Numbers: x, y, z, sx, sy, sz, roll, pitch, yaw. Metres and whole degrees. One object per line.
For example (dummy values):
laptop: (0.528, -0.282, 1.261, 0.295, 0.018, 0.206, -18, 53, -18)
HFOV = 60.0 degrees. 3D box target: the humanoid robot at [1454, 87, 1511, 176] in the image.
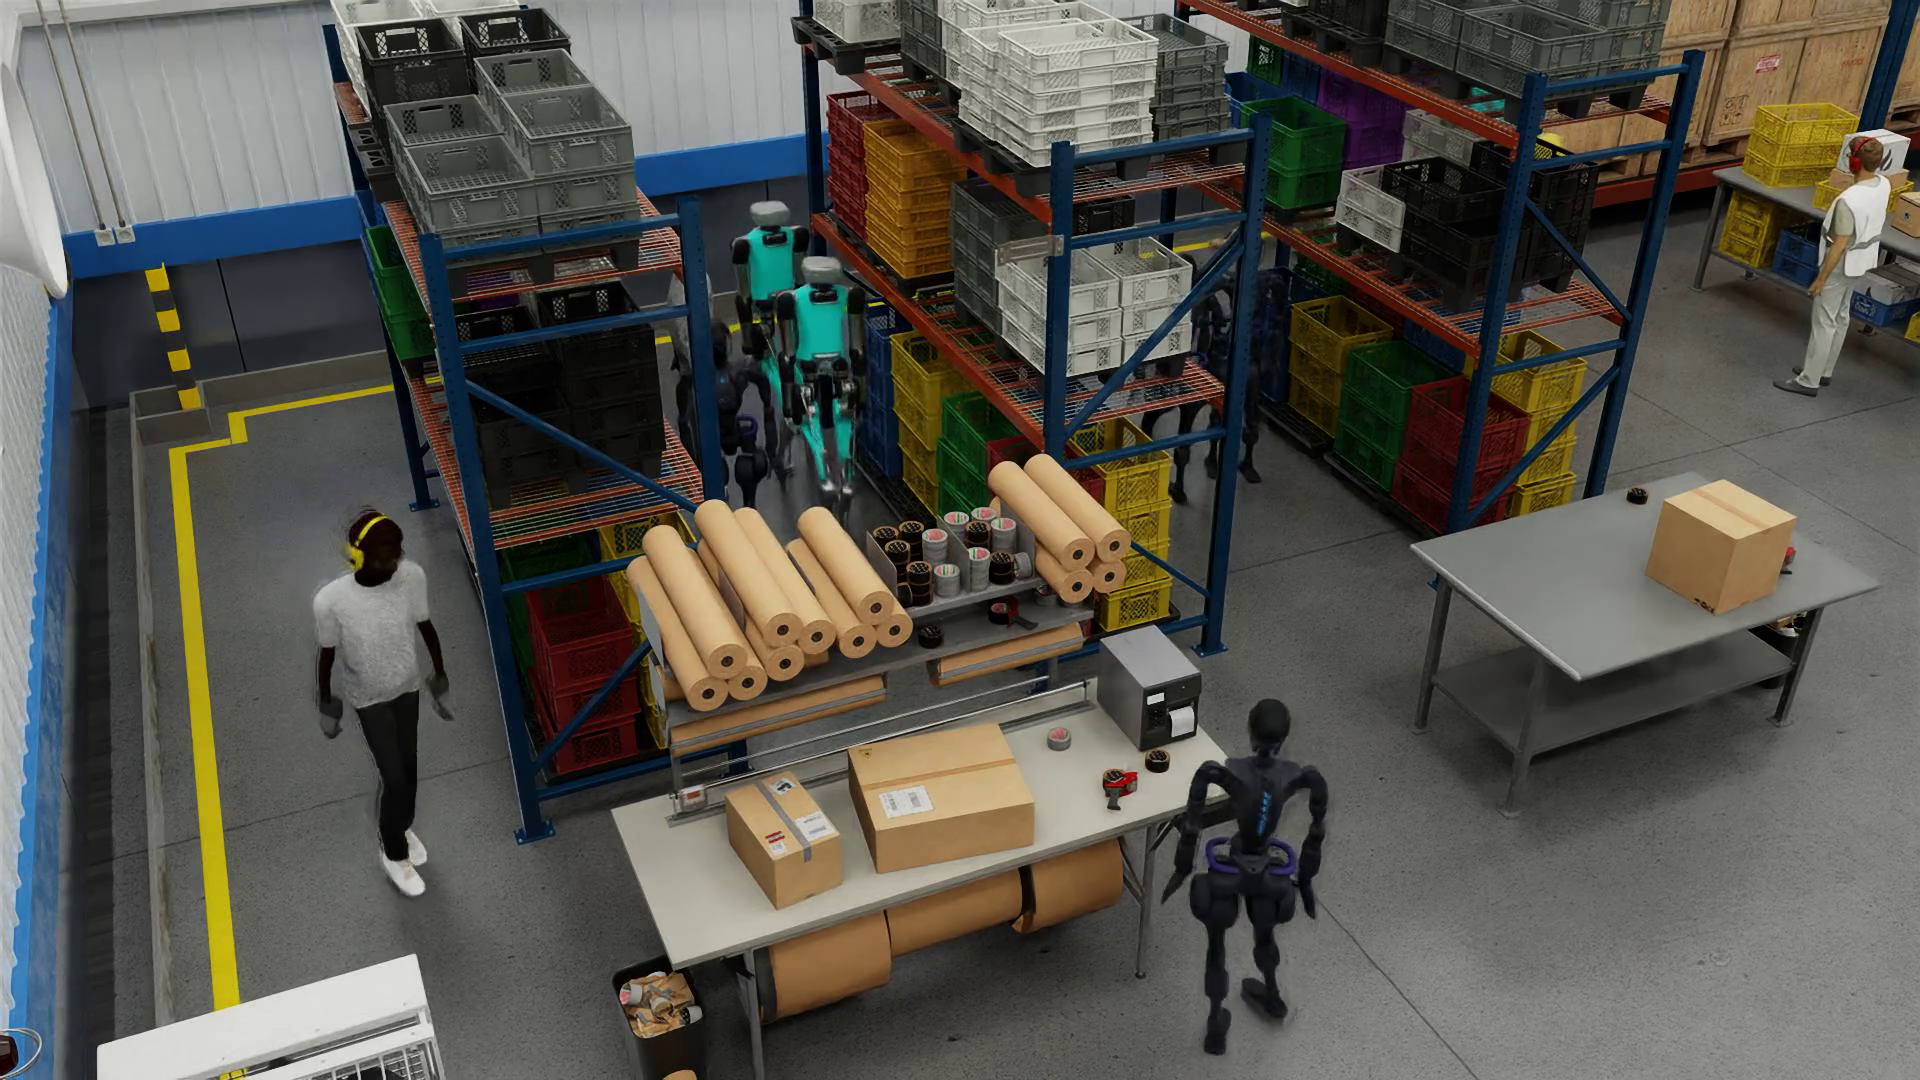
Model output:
humanoid robot: (4.247, -3.140, 13.653, 0.530, 1.752, 0.765, 7, 32, 11)

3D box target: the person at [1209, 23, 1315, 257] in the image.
person: (2.636, -3.259, 13.627, 0.948, 1.992, 0.632, 4, 32, 7)

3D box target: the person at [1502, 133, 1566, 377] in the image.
person: (4.014, -2.022, 11.823, 0.306, 1.772, 0.524, 0, 32, 0)

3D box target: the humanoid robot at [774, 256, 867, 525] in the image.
humanoid robot: (-0.735, -0.696, 9.726, 0.542, 1.793, 0.826, -10, 33, -16)

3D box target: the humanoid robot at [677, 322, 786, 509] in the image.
humanoid robot: (-1.303, -0.481, 9.450, 0.584, 1.640, 0.673, -6, 32, -10)

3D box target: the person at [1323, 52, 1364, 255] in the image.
person: (3.172, -3.221, 13.718, 0.639, 1.833, 0.432, -19, 37, -28)

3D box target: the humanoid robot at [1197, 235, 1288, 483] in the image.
humanoid robot: (1.758, -1.146, 10.473, 0.593, 1.656, 0.339, -3, 32, -4)

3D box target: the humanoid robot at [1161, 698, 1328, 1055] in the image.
humanoid robot: (1.106, 1.310, 6.503, 0.611, 1.650, 0.392, 1, 32, 1)

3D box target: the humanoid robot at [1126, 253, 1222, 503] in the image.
humanoid robot: (1.328, -0.985, 10.215, 0.589, 1.649, 0.335, -7, 32, -11)

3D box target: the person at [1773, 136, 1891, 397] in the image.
person: (6.095, -1.870, 11.510, 0.563, 1.839, 0.393, -24, 39, -34)

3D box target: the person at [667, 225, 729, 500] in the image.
person: (-1.658, -1.093, 10.219, 0.329, 1.871, 0.510, -15, 35, -23)

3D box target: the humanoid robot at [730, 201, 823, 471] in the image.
humanoid robot: (-1.067, -1.188, 10.544, 0.540, 1.838, 0.671, -19, 37, -28)

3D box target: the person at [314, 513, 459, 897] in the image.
person: (-2.476, 0.726, 7.292, 0.553, 1.839, 0.633, -26, 40, -36)
